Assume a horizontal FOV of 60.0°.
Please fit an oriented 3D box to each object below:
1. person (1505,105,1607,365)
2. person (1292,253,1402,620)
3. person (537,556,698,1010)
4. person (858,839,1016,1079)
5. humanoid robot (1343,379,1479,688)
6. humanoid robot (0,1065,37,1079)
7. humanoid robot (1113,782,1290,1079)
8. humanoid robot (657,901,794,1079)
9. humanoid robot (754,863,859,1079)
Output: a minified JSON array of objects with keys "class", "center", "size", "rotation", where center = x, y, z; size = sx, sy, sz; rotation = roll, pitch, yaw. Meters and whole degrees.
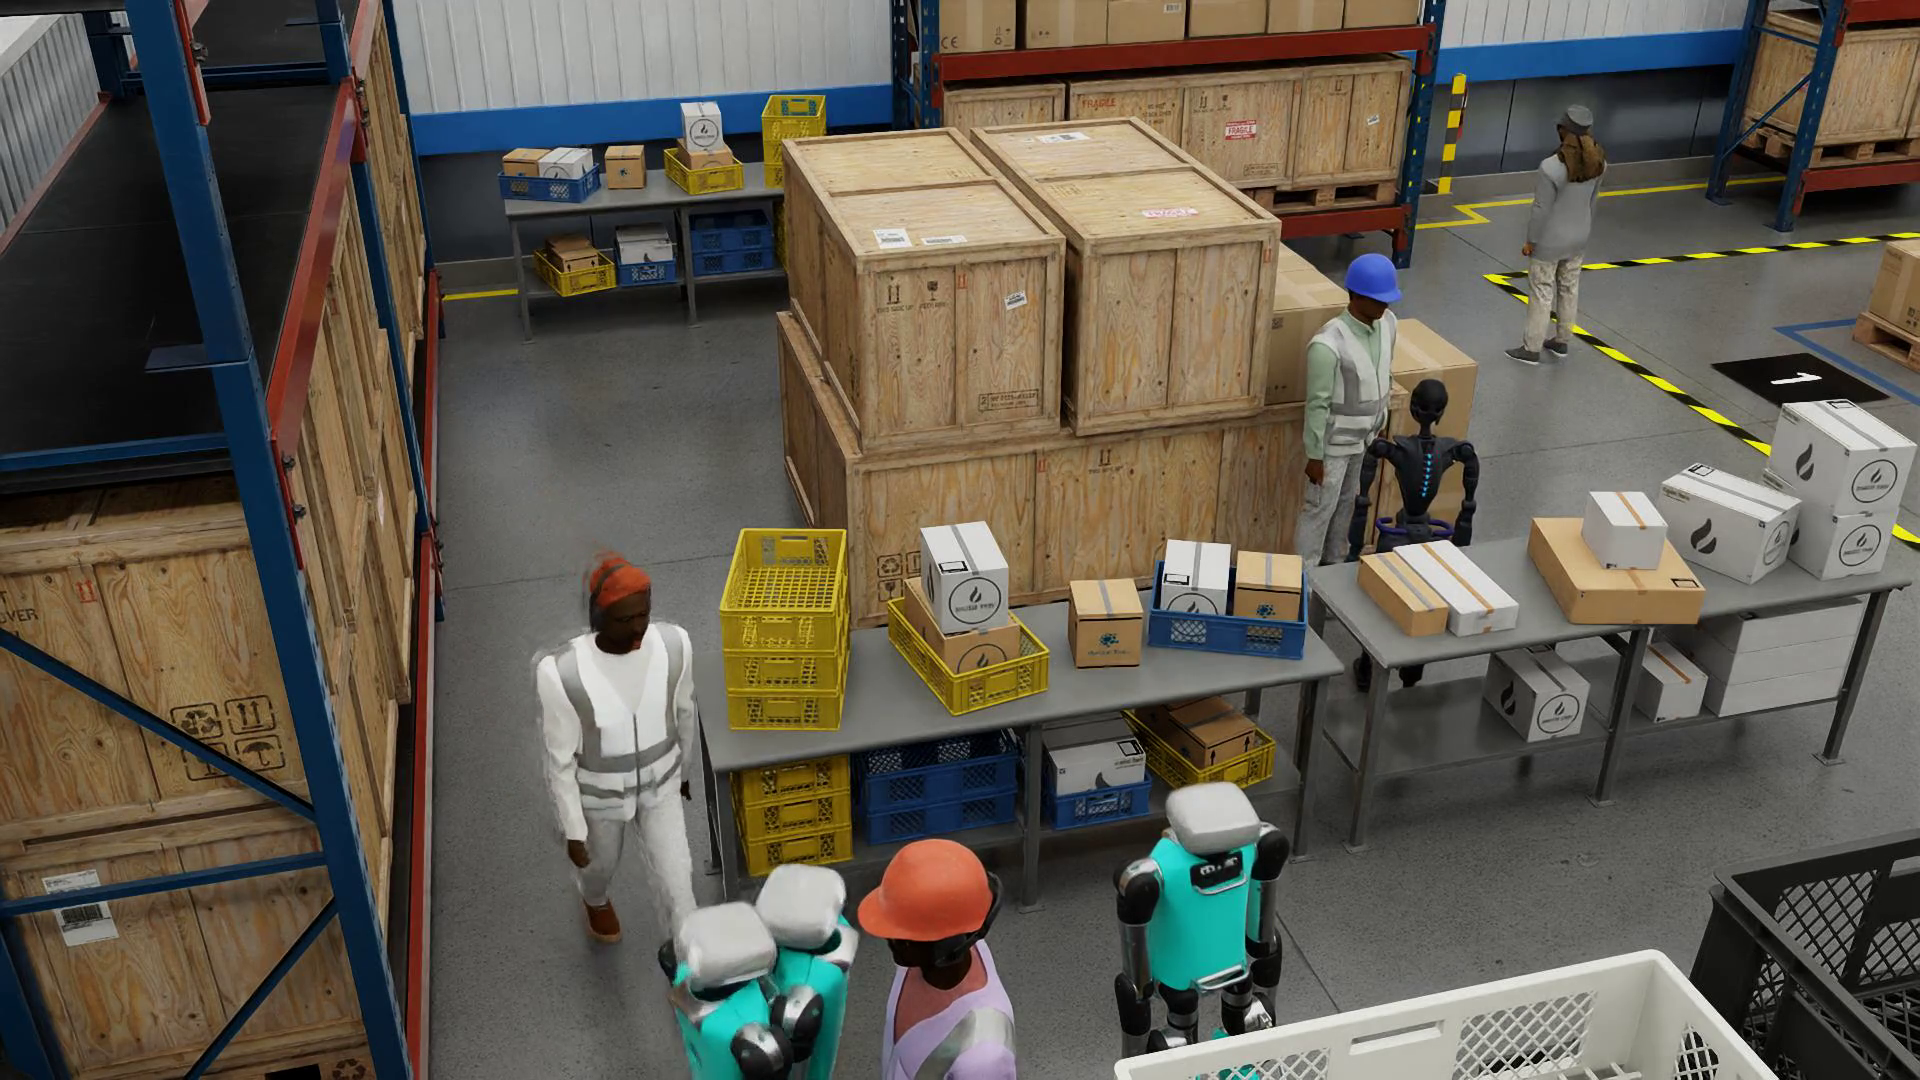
[{"class":"person","center":[4.068,-2.063,11.304],"size":[0.572,1.769,0.399],"rotation":[-14,32,-24]},{"class":"person","center":[1.936,-0.515,8.326],"size":[0.604,1.940,0.414],"rotation":[-24,37,-37]},{"class":"person","center":[-1.196,0.857,5.949],"size":[0.564,1.840,0.972],"rotation":[-14,32,-24]},{"class":"person","center":[-0.060,1.609,4.359],"size":[0.367,2.044,0.607],"rotation":[-8,30,-15]},{"class":"humanoid robot","center":[2.028,0.053,7.586],"size":[0.584,1.629,0.584],"rotation":[1,29,1]},{"class":"humanoid robot","center":[-2.183,1.928,4.139],"size":[0.315,1.659,0.599],"rotation":[7,30,13]},{"class":"humanoid robot","center":[0.778,1.532,4.710],"size":[0.531,1.690,0.735],"rotation":[-13,31,-22]},{"class":"humanoid robot","center":[-0.411,1.664,4.572],"size":[0.670,1.783,0.546],"rotation":[-19,34,-30]},{"class":"humanoid robot","center":[-0.634,1.665,4.668],"size":[0.739,1.867,0.550],"rotation":[3,29,5]}]
